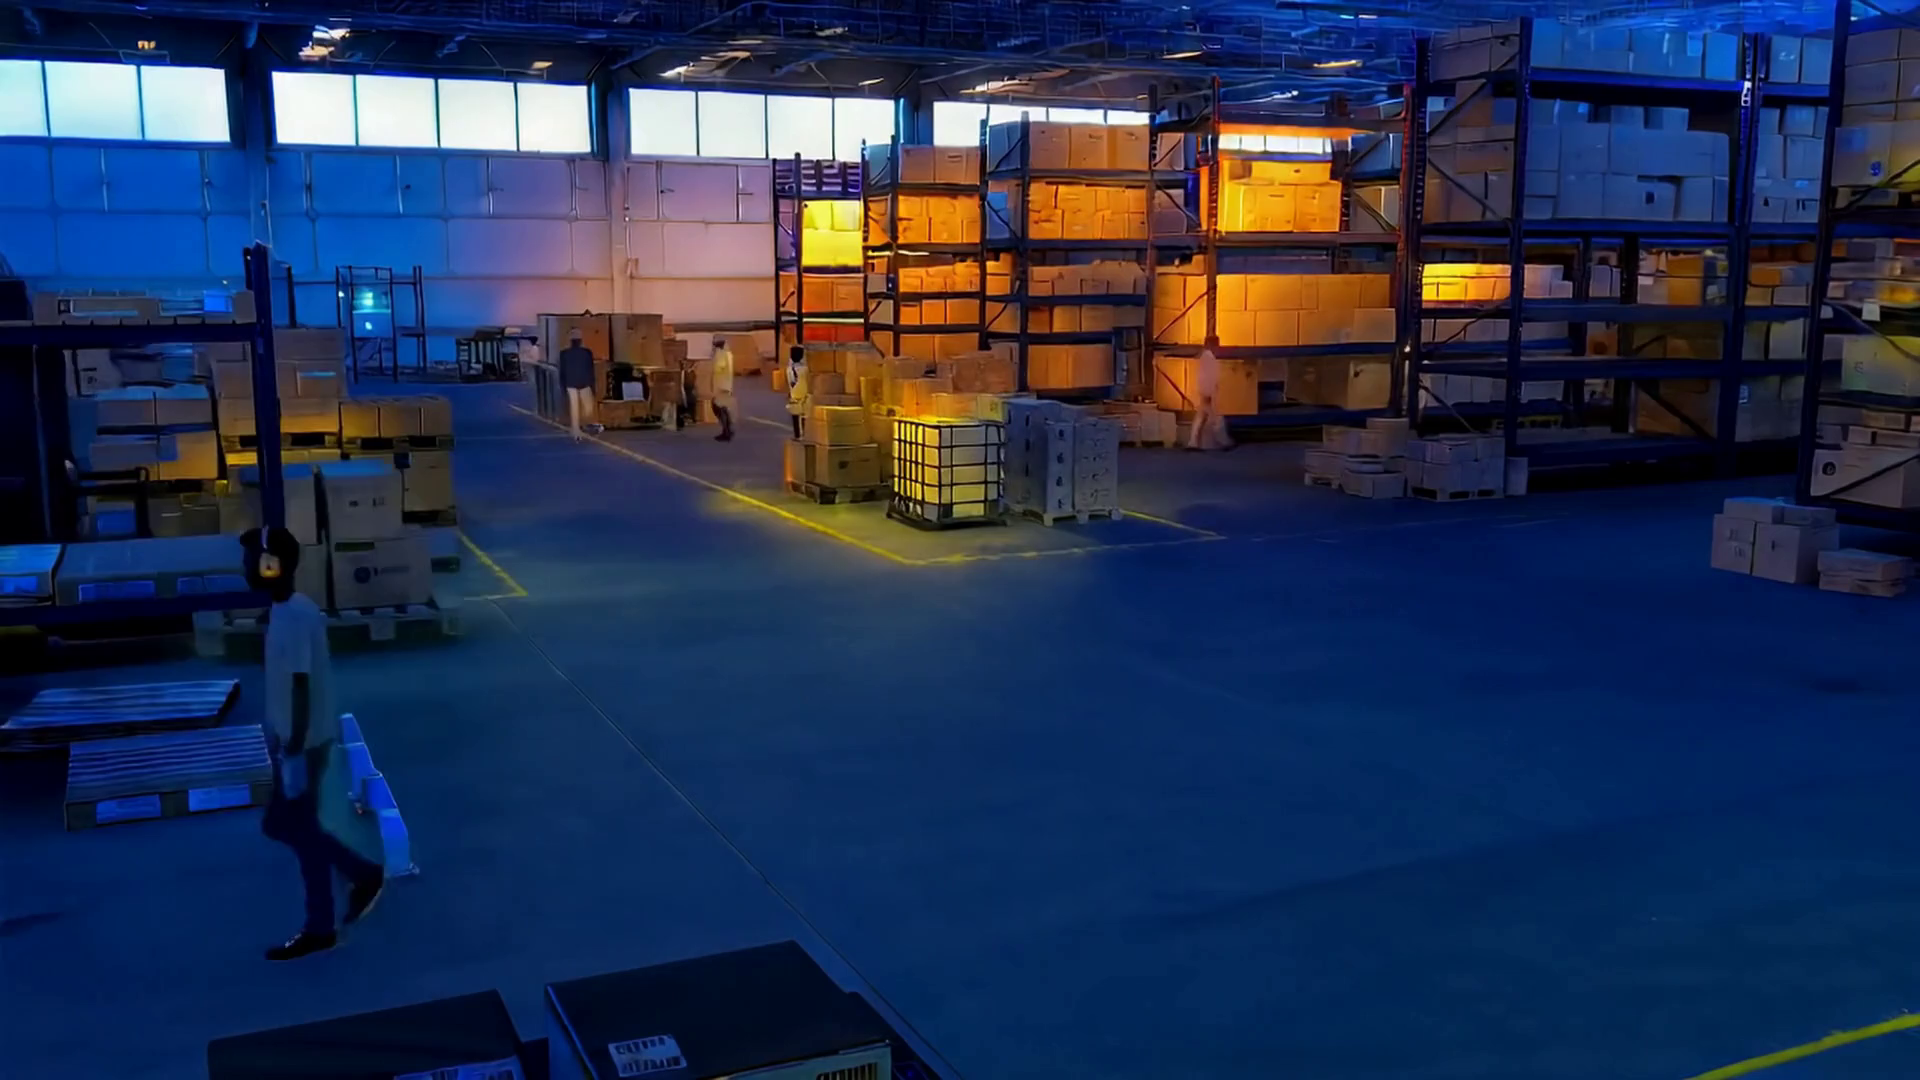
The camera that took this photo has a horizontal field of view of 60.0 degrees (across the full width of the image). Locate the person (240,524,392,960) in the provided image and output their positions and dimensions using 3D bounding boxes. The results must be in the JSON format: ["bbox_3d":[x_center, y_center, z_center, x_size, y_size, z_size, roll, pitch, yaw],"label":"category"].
[{"bbox_3d":[-2.745,0.845,7.043,0.468,1.847,0.524,-6,11,-31],"label":"person"}]

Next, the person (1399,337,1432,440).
[{"bbox_3d":[6.676,-2.014,24.482,0.346,1.942,0.550,-5,10,-28],"label":"person"}]

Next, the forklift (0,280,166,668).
[{"bbox_3d":[-6.956,-0.498,12.177,1.873,2.768,1.129,-4,10,-25],"label":"forklift"}]

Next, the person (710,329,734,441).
[{"bbox_3d":[-4.086,-2.630,28.391,0.422,1.922,0.542,1,9,7],"label":"person"}]

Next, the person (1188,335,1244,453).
[{"bbox_3d":[4.096,-2.323,26.588,0.974,1.883,0.666,-1,9,-9],"label":"person"}]

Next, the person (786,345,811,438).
[{"bbox_3d":[-2.664,-2.345,27.298,0.317,1.696,0.539,6,11,33],"label":"person"}]

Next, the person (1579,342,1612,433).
[{"bbox_3d":[11.302,-2.660,29.346,0.806,1.668,0.533,-4,10,-22],"label":"person"}]

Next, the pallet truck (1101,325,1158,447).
[{"bbox_3d":[2.881,-2.596,27.923,0.823,1.965,1.885,-1,9,-7],"label":"pallet truck"}]

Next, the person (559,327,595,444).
[{"bbox_3d":[-6.449,-2.601,28.007,0.645,1.977,0.473,-7,11,-36],"label":"person"}]
